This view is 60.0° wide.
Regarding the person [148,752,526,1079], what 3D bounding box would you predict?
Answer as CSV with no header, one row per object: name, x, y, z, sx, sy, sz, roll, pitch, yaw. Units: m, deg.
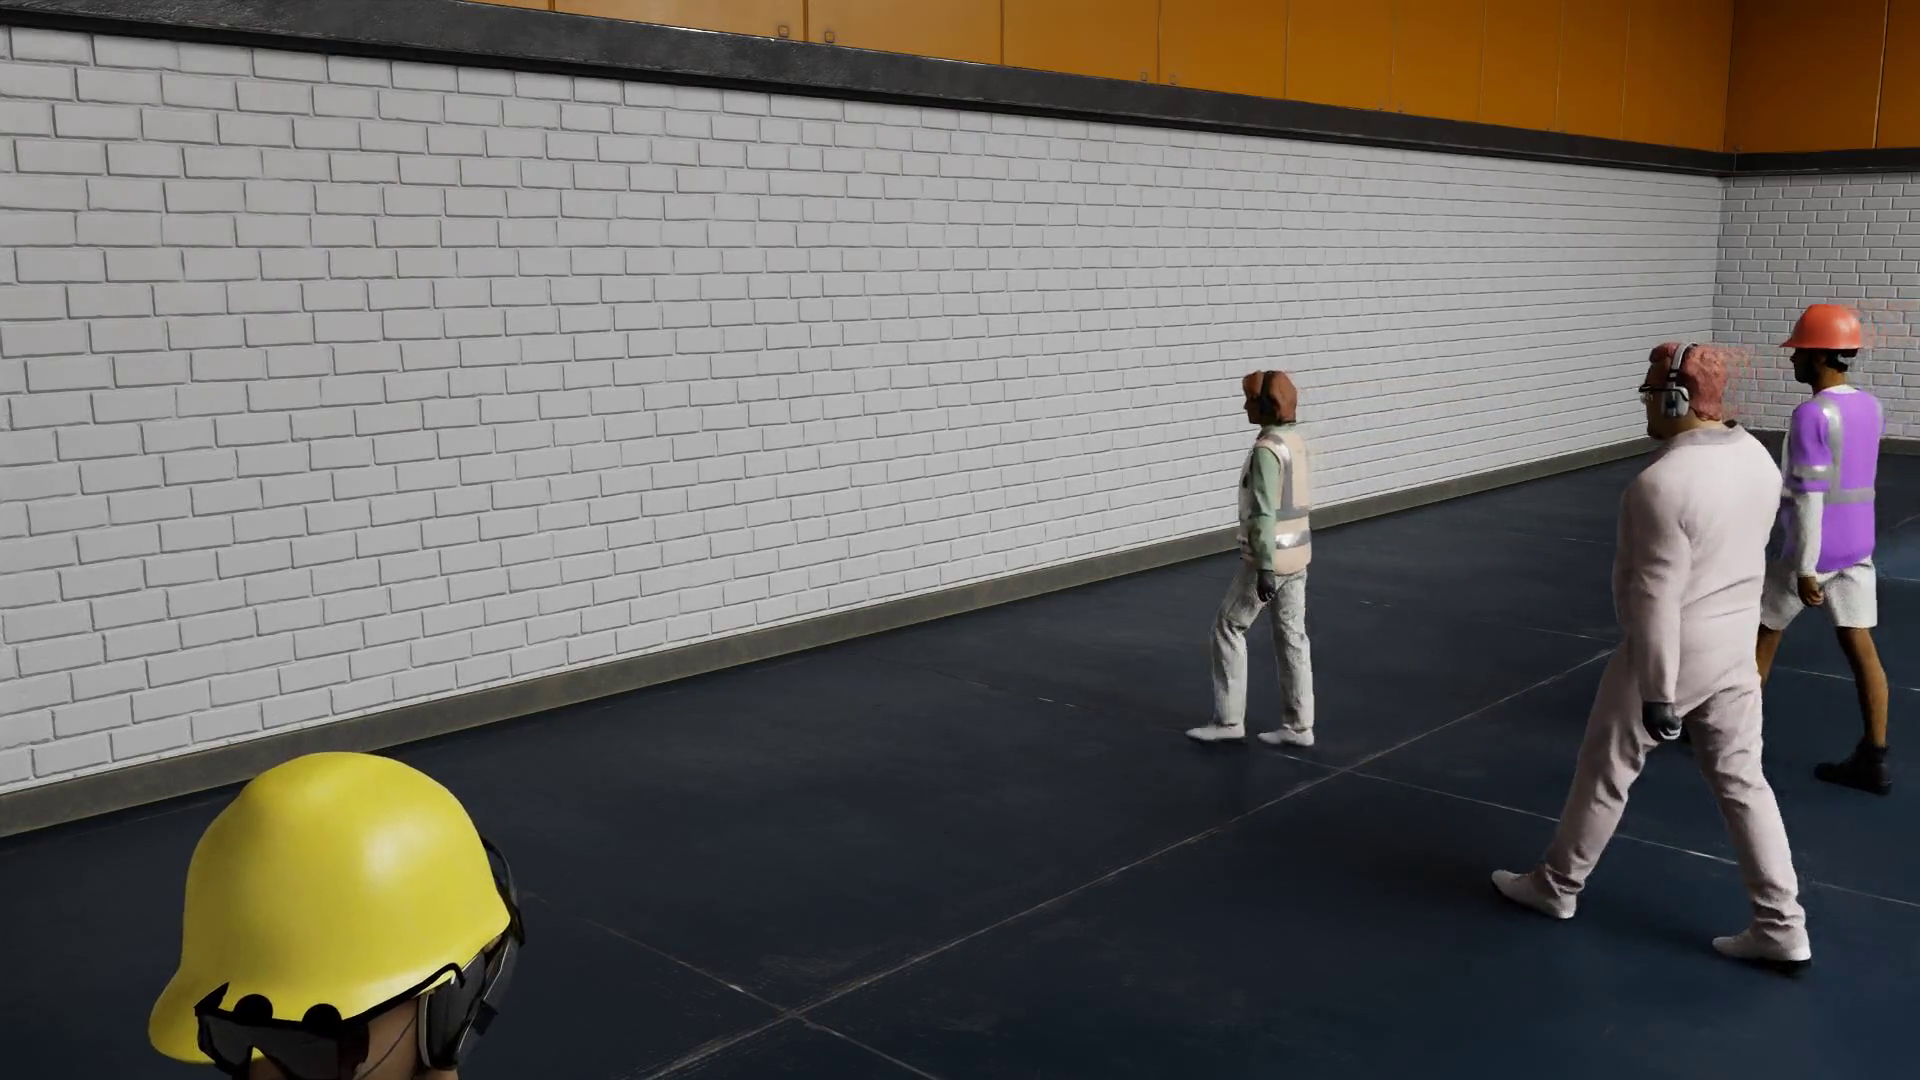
person,-0.440,1.021,1.350,0.533,1.767,0.325,2,10,13

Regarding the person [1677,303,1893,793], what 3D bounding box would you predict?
person,3.380,0.013,6.683,0.546,1.896,0.962,-6,11,-30

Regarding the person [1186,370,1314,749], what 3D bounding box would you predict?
person,1.241,0.091,7.064,0.649,1.615,0.541,5,11,27

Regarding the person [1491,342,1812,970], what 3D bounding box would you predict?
person,2.159,0.333,5.020,0.647,1.862,0.960,-6,12,-30
